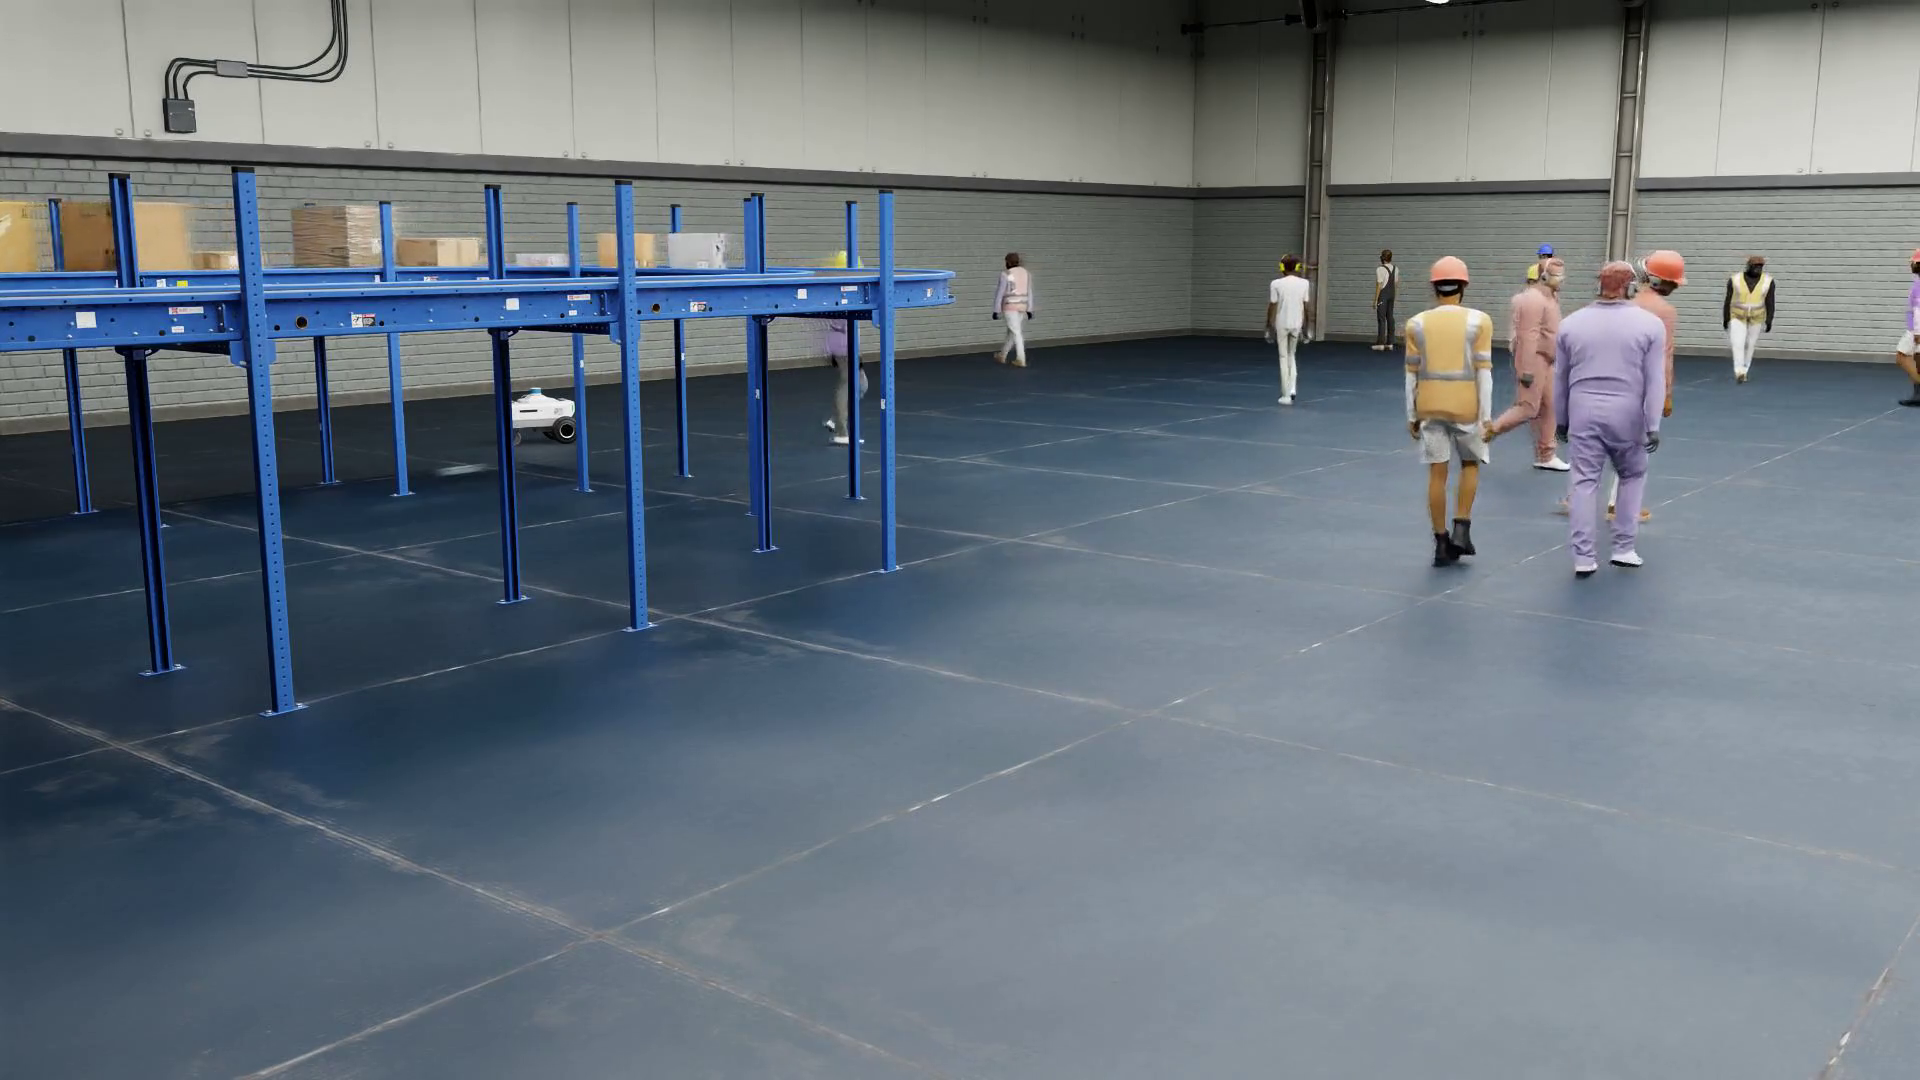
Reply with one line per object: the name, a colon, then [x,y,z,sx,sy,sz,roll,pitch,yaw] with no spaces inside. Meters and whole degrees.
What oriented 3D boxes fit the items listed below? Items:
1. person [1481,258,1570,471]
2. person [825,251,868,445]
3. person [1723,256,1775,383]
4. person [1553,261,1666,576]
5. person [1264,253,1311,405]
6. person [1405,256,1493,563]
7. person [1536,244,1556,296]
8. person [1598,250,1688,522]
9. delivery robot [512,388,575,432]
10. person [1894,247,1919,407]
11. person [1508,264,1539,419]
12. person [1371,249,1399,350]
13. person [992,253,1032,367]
person: [5.015,-1.552,14.687,0.783,1.876,0.664,6,12,30]
person: [-1.090,-1.888,16.406,0.421,1.908,0.598,-1,10,-7]
person: [11.197,-3.125,23.619,0.640,1.778,0.983,3,11,18]
person: [3.951,-0.739,10.110,0.671,1.881,0.707,7,12,34]
person: [4.042,-2.614,20.596,0.559,1.853,0.453,-2,10,-11]
person: [3.068,-0.812,10.449,0.575,1.909,0.472,5,12,28]
person: [10.048,-4.103,28.589,0.384,1.949,0.603,6,12,30]
person: [4.848,-1.117,12.065,0.495,1.943,0.761,-4,11,-21]
delivery robot: [-4.254,-1.287,16.705,0.707,0.478,0.477,-6,12,-28]
person: [11.676,-2.592,20.264,0.543,1.926,0.403,-9,13,-40]
person: [6.489,-2.209,18.688,0.527,1.740,0.770,-2,10,-10]
person: [7.847,-4.432,30.700,0.509,1.846,0.341,-6,12,-29]
person: [0.783,-3.719,26.866,0.658,1.795,0.932,-9,14,-41]
